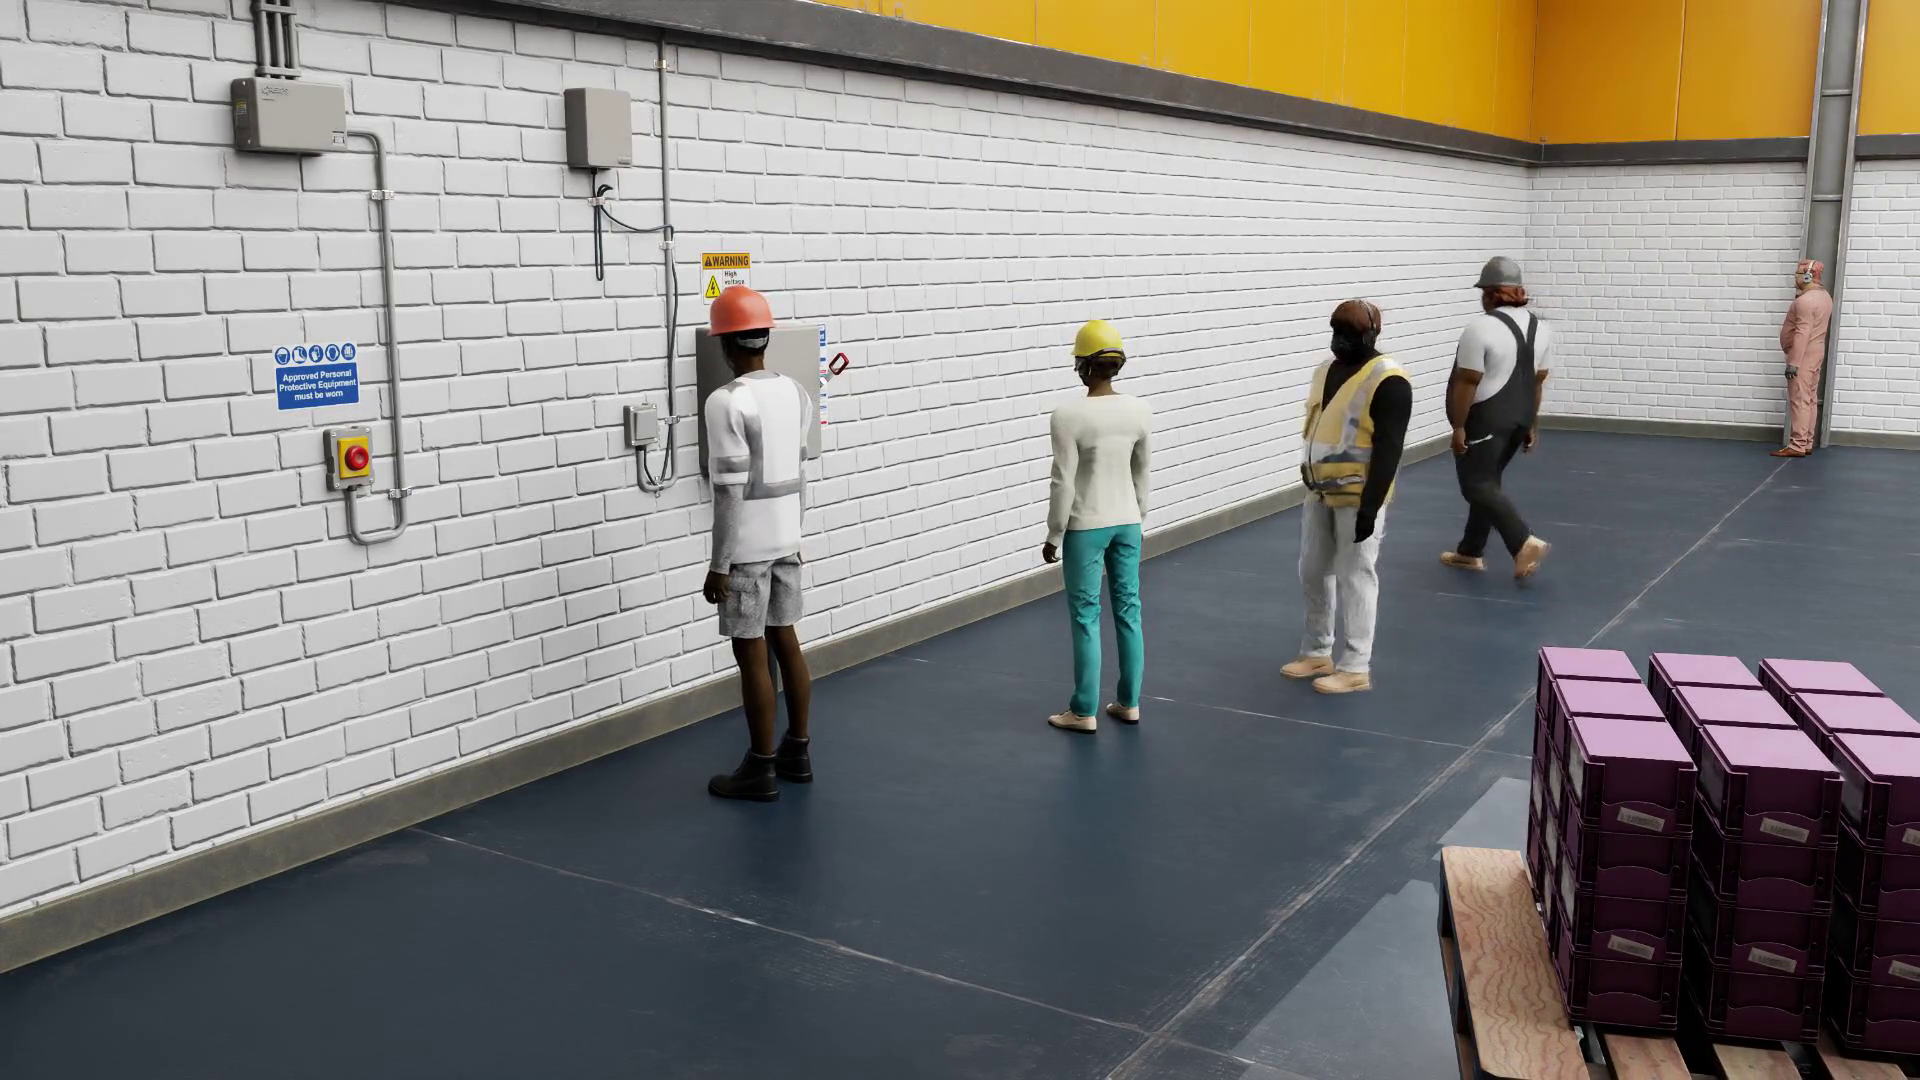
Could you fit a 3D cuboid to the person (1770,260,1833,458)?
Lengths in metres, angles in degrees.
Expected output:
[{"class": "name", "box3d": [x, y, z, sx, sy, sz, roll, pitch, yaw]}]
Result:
[{"class": "person", "box3d": [8.175, -1.757, 16.162, 0.407, 1.913, 0.641, 9, 13, 40]}]

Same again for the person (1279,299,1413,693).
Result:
[{"class": "person", "box3d": [1.793, -0.194, 7.761, 0.440, 1.829, 0.641, -4, 11, -23]}]

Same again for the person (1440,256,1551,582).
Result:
[{"class": "person", "box3d": [3.355, -0.766, 10.312, 0.686, 2.000, 0.847, -7, 12, -33]}]

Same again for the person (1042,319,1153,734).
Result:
[{"class": "person", "box3d": [0.585, -0.052, 7.119, 0.524, 1.769, 0.314, -6, 12, -31]}]

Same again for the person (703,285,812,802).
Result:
[{"class": "person", "box3d": [-0.791, 0.017, 6.271, 0.375, 1.934, 0.555, 6, 12, 29]}]
